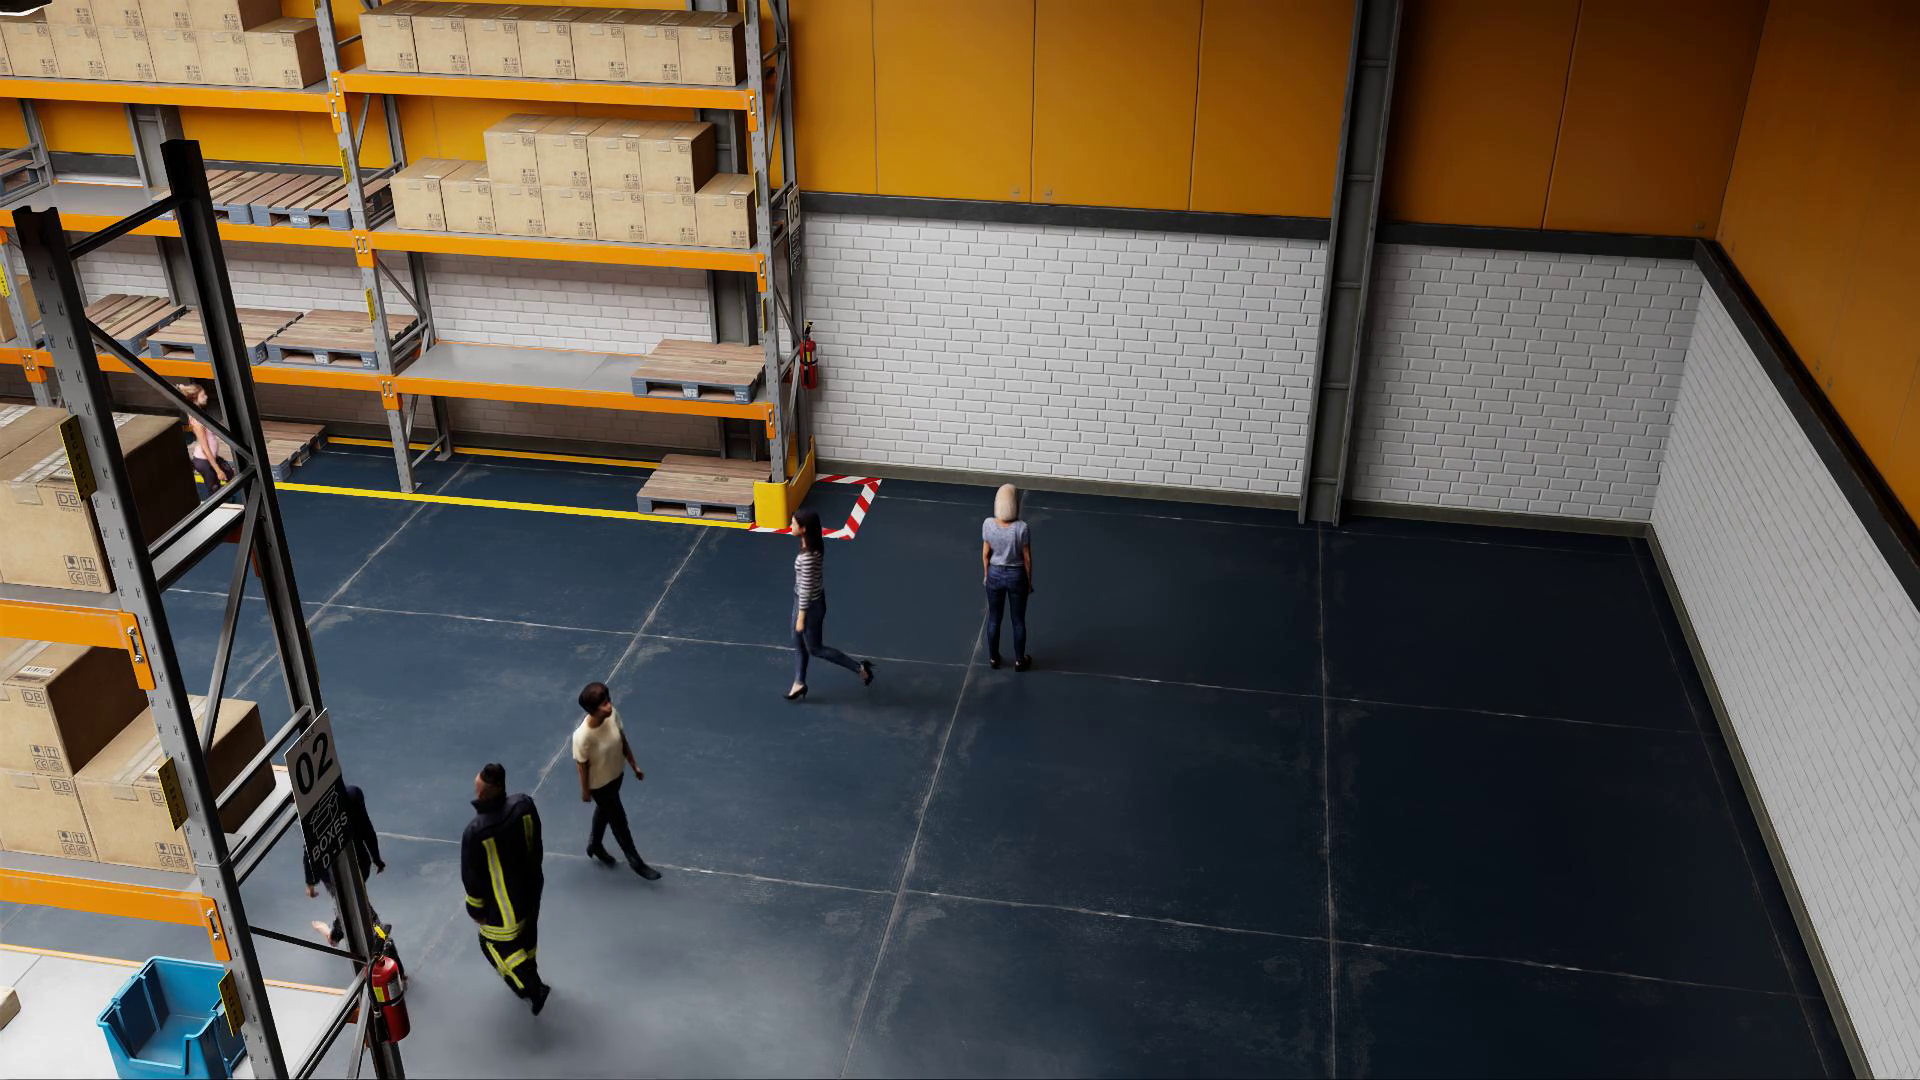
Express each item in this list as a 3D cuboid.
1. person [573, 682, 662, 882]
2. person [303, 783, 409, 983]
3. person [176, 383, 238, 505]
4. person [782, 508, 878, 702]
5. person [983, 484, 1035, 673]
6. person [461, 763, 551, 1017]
[{"bbox_3d":[-2.548,1.662,11.655,0.925,1.563,0.696,10,30,18],"label":"person"},{"bbox_3d":[-3.869,2.146,10.640,1.160,1.686,0.860,14,32,25],"label":"person"},{"bbox_3d":[-7.315,-0.750,16.007,0.777,1.631,0.724,-10,30,-18],"label":"person"},{"bbox_3d":[-1.117,0.575,13.435,1.074,1.767,0.745,-1,29,-1],"label":"person"},{"bbox_3d":[0.397,0.320,13.953,0.473,1.719,0.659,8,30,14],"label":"person"},{"bbox_3d":[-2.797,2.183,10.407,1.069,1.843,0.975,21,35,33],"label":"person"}]
